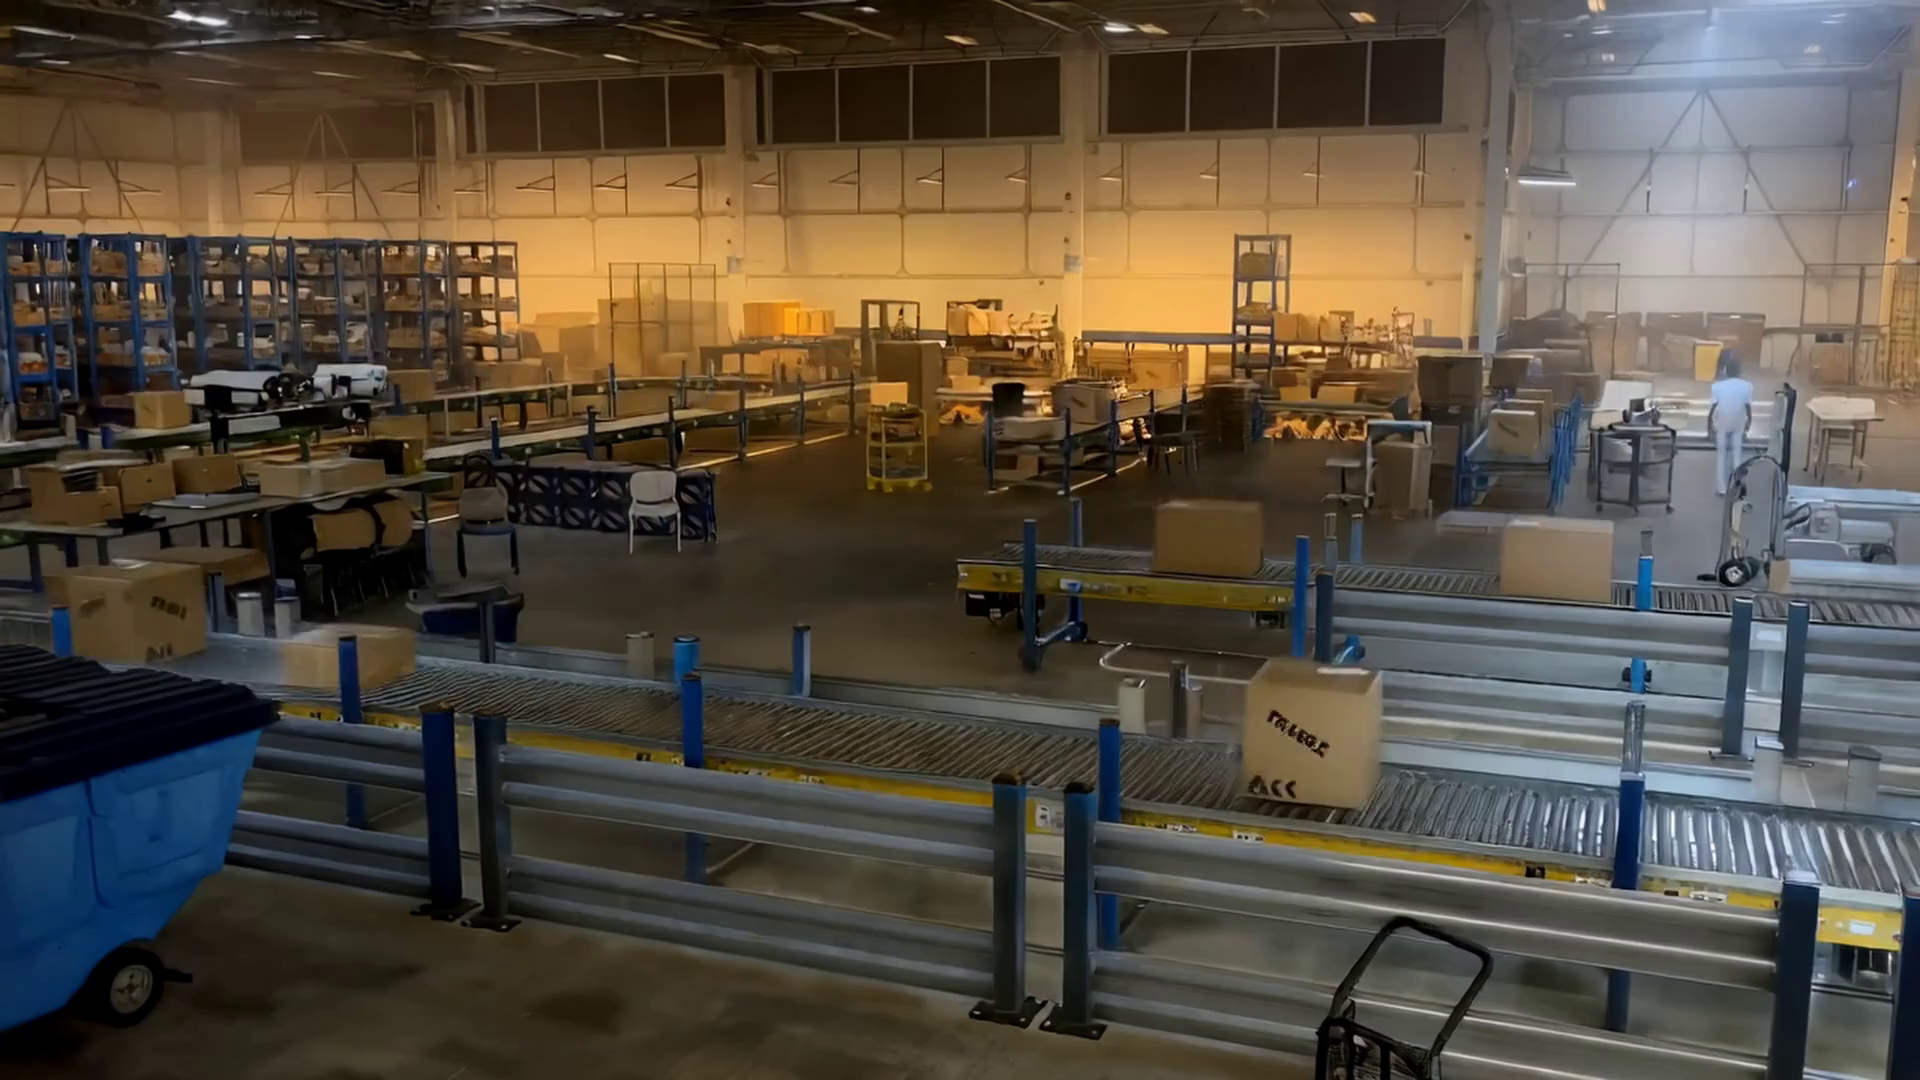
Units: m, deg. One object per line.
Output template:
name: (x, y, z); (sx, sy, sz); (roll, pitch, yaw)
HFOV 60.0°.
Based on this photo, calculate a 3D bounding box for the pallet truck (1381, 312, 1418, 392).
pallet truck: (10.207, -4.283, 38.369); (0.823, 1.965, 1.885); (3, 10, 20)

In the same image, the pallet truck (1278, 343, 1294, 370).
pallet truck: (7.886, -4.163, 39.743); (0.653, 1.274, 1.630); (4, 10, 22)

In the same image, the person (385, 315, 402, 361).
person: (-16.213, -5.819, 47.731); (0.607, 1.987, 0.408); (5, 11, 28)

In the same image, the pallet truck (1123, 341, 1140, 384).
pallet truck: (4.445, -4.380, 41.279); (0.680, 1.201, 1.601); (4, 10, 22)

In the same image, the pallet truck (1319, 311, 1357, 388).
pallet truck: (9.071, -4.419, 39.190); (0.823, 1.965, 1.885); (5, 10, 26)

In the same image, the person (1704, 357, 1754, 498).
person: (10.049, -1.469, 21.759); (0.577, 1.849, 0.406); (3, 10, 18)

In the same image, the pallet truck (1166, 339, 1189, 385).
pallet truck: (5.418, -4.269, 40.420); (0.704, 1.261, 1.522); (3, 10, 20)

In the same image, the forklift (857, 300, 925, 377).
forklift: (-1.732, -5.109, 42.468); (1.157, 1.987, 2.680); (4, 10, 22)

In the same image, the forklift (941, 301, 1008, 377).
forklift: (0.365, -4.966, 41.571); (1.157, 1.987, 2.680); (3, 10, 20)
